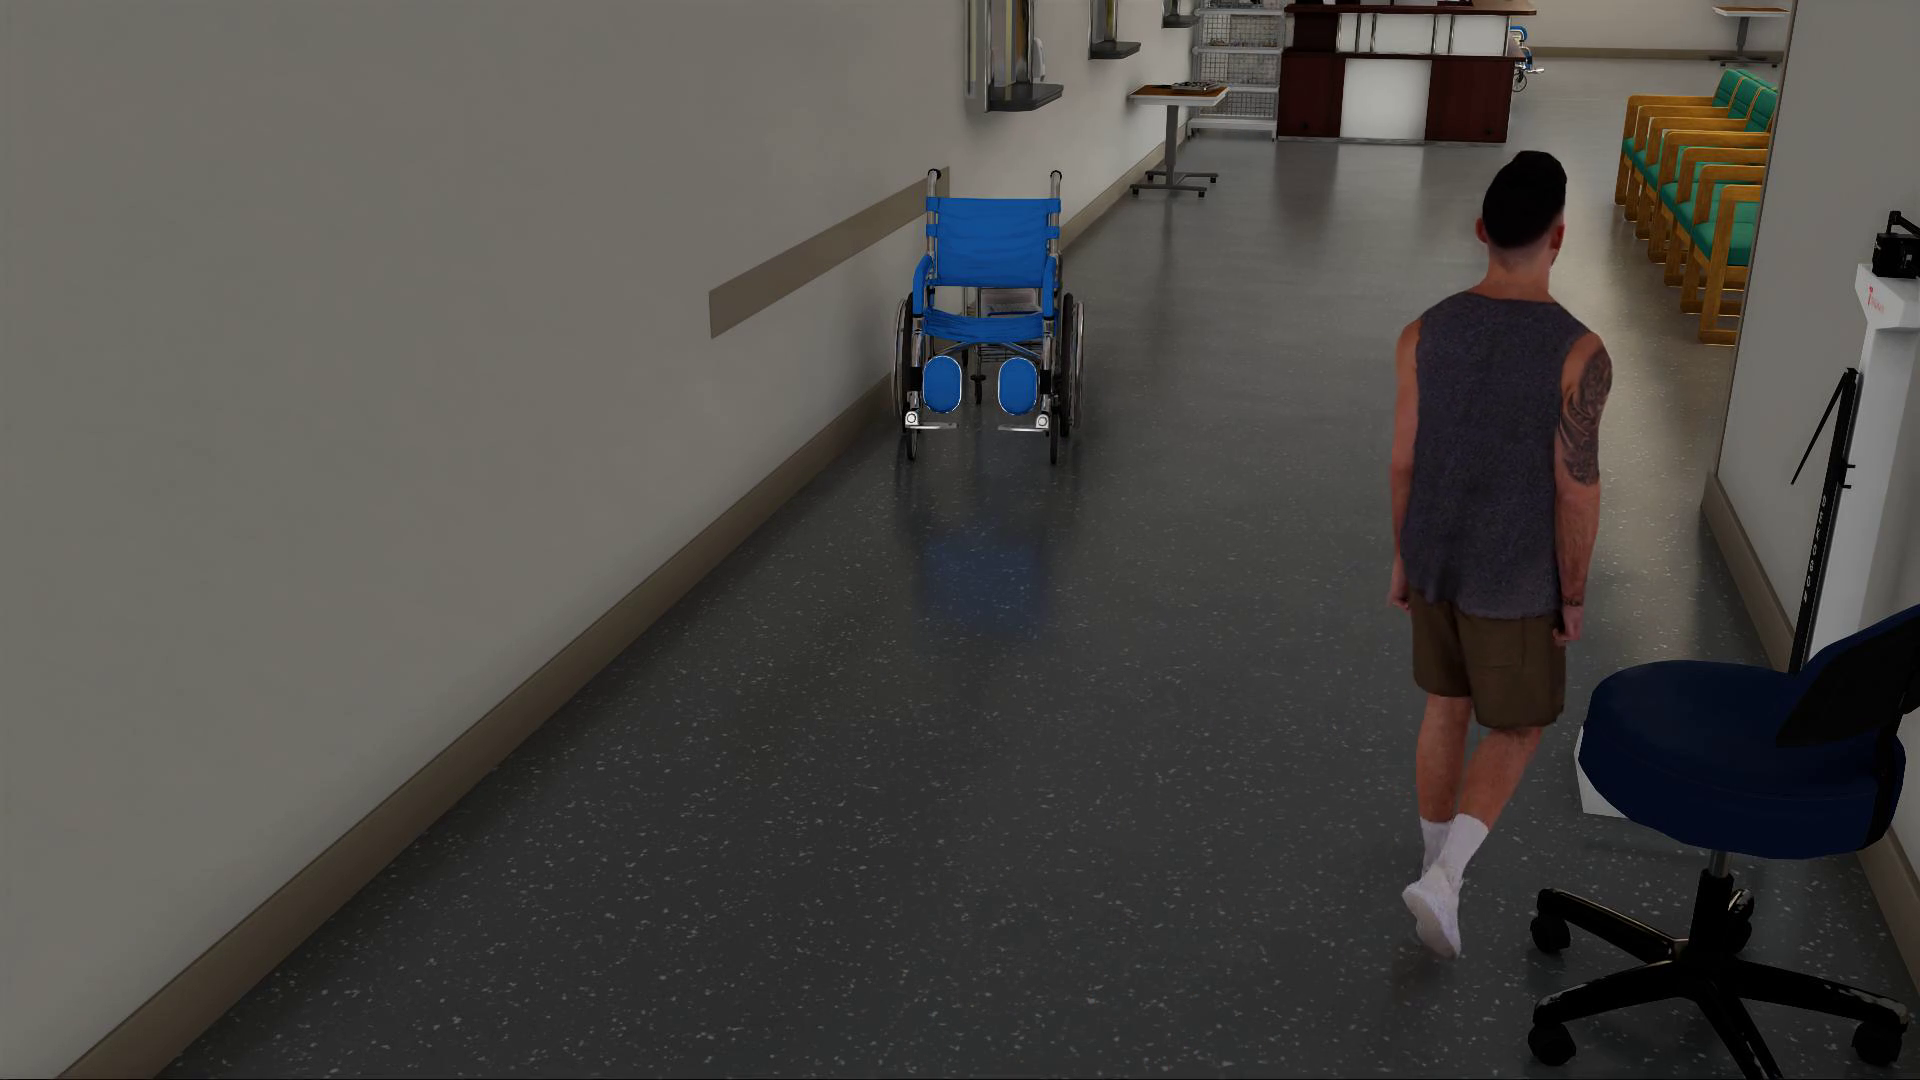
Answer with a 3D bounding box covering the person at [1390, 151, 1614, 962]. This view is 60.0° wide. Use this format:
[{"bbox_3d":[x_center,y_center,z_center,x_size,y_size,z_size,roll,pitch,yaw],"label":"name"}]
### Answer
[{"bbox_3d":[1.124,0.089,3.692,0.993,1.828,0.921,15,26,35],"label":"person"}]
